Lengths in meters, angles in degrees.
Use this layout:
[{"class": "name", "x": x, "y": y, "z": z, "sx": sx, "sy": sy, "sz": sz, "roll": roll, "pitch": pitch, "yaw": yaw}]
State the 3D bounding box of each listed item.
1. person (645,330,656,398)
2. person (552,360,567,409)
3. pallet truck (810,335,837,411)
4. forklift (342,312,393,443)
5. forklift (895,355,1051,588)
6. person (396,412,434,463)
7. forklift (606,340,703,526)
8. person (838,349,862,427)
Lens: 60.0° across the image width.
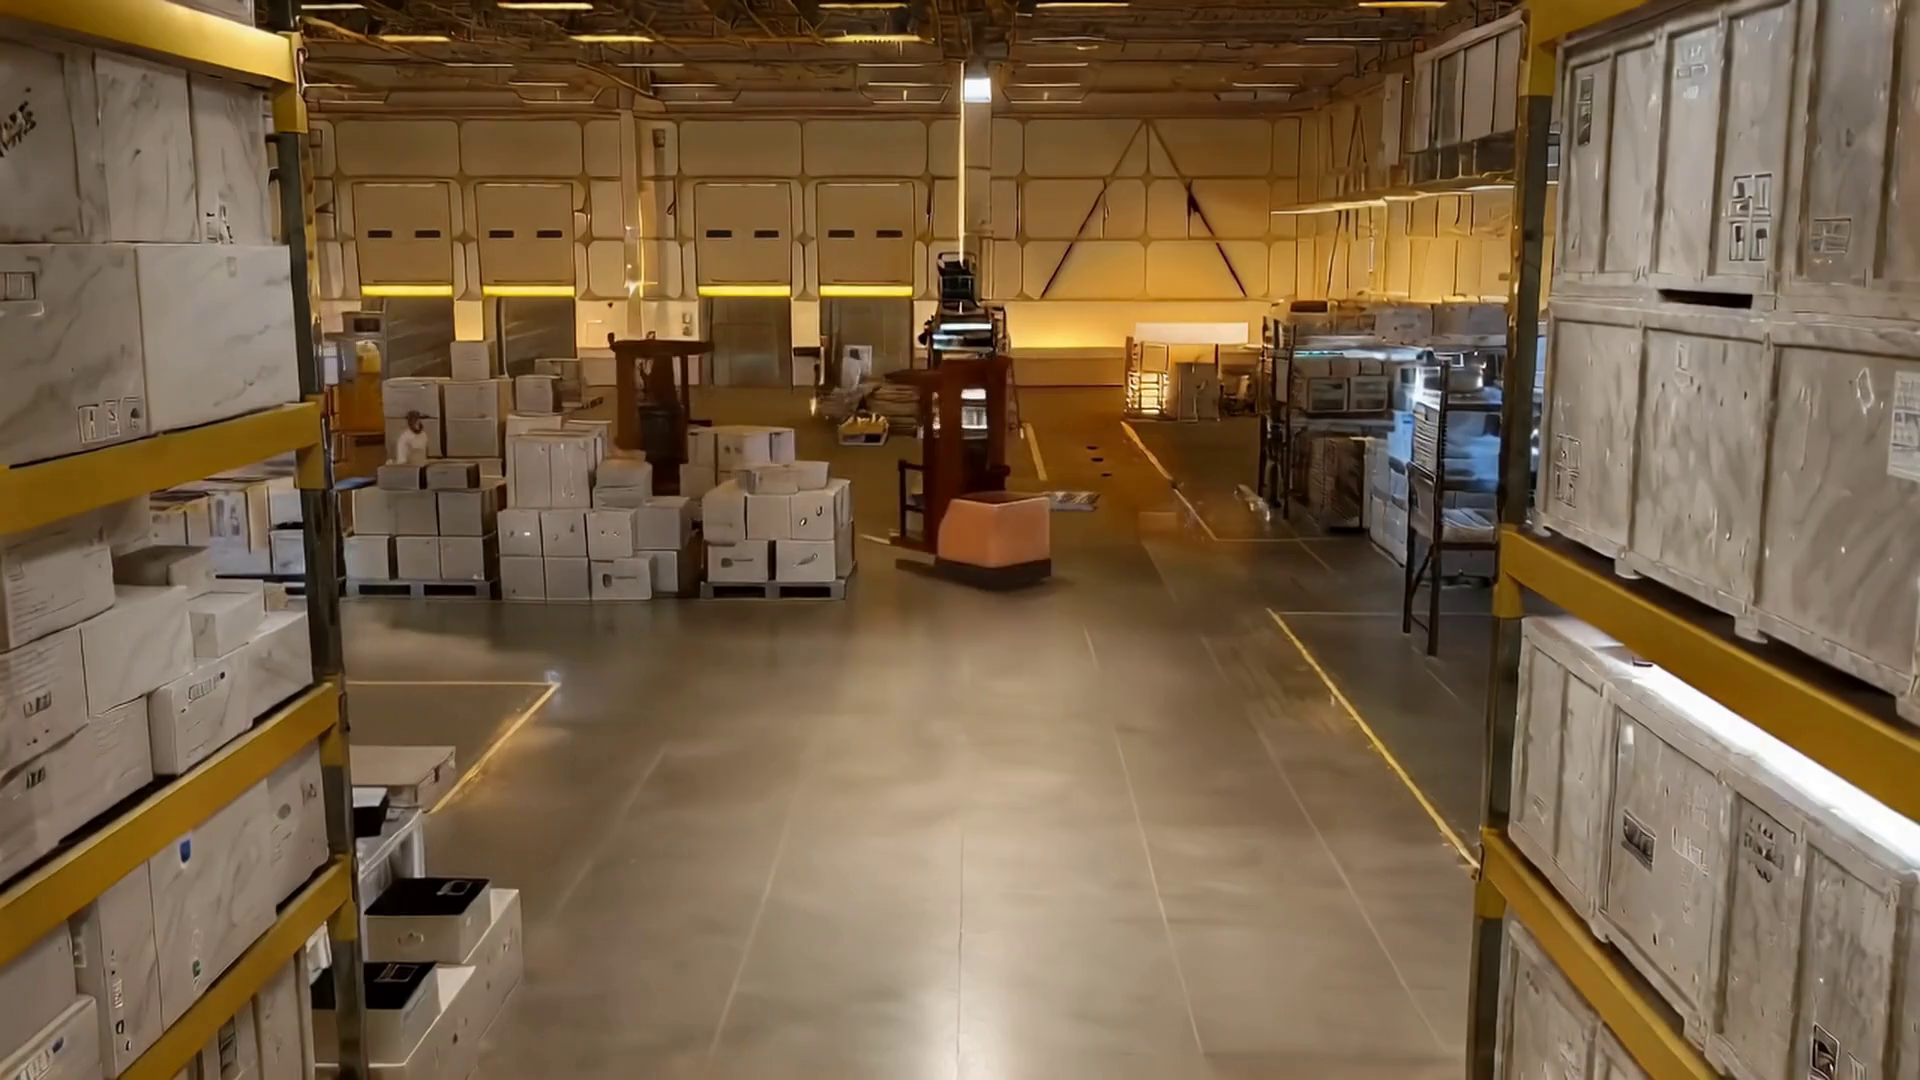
[{"class": "person", "x": -8.747, "y": -4.998, "z": 47.289, "sx": 0.388, "sy": 1.930, "sz": 0.544, "roll": -9, "pitch": 13, "yaw": -42}, {"class": "person", "x": -8.235, "y": -2.730, "z": 34.171, "sx": 0.376, "sy": 1.936, "sz": 0.549, "roll": -2, "pitch": 10, "yaw": -10}, {"class": "pallet truck", "x": -3.021, "y": -4.312, "z": 43.126, "sx": 1.885, "sy": 1.965, "sz": 0.823, "roll": 3, "pitch": 10, "yaw": 17}, {"class": "forklift", "x": -12.964, "y": -3.605, "z": 36.499, "sx": 1.129, "sy": 2.768, "sz": 1.873, "roll": 0, "pitch": 10, "yaw": 1}, {"class": "forklift", "x": 0.180, "y": -0.927, "z": 21.049, "sx": 1.129, "sy": 2.768, "sz": 1.873, "roll": -8, "pitch": 13, "yaw": -39}, {"class": "person", "x": -7.757, "y": -0.886, "z": 23.688, "sx": 1.016, "sy": 1.896, "sz": 0.645, "roll": 2, "pitch": 10, "yaw": 12}, {"class": "forklift", "x": -4.685, "y": -1.580, "z": 24.820, "sx": 1.873, "sy": 2.768, "sz": 1.129, "roll": 8, "pitch": 12, "yaw": 37}, {"class": "person", "x": -2.457, "y": -3.554, "z": 39.074, "sx": 1.047, "sy": 1.875, "sz": 0.663, "roll": -8, "pitch": 13, "yaw": -40}]
